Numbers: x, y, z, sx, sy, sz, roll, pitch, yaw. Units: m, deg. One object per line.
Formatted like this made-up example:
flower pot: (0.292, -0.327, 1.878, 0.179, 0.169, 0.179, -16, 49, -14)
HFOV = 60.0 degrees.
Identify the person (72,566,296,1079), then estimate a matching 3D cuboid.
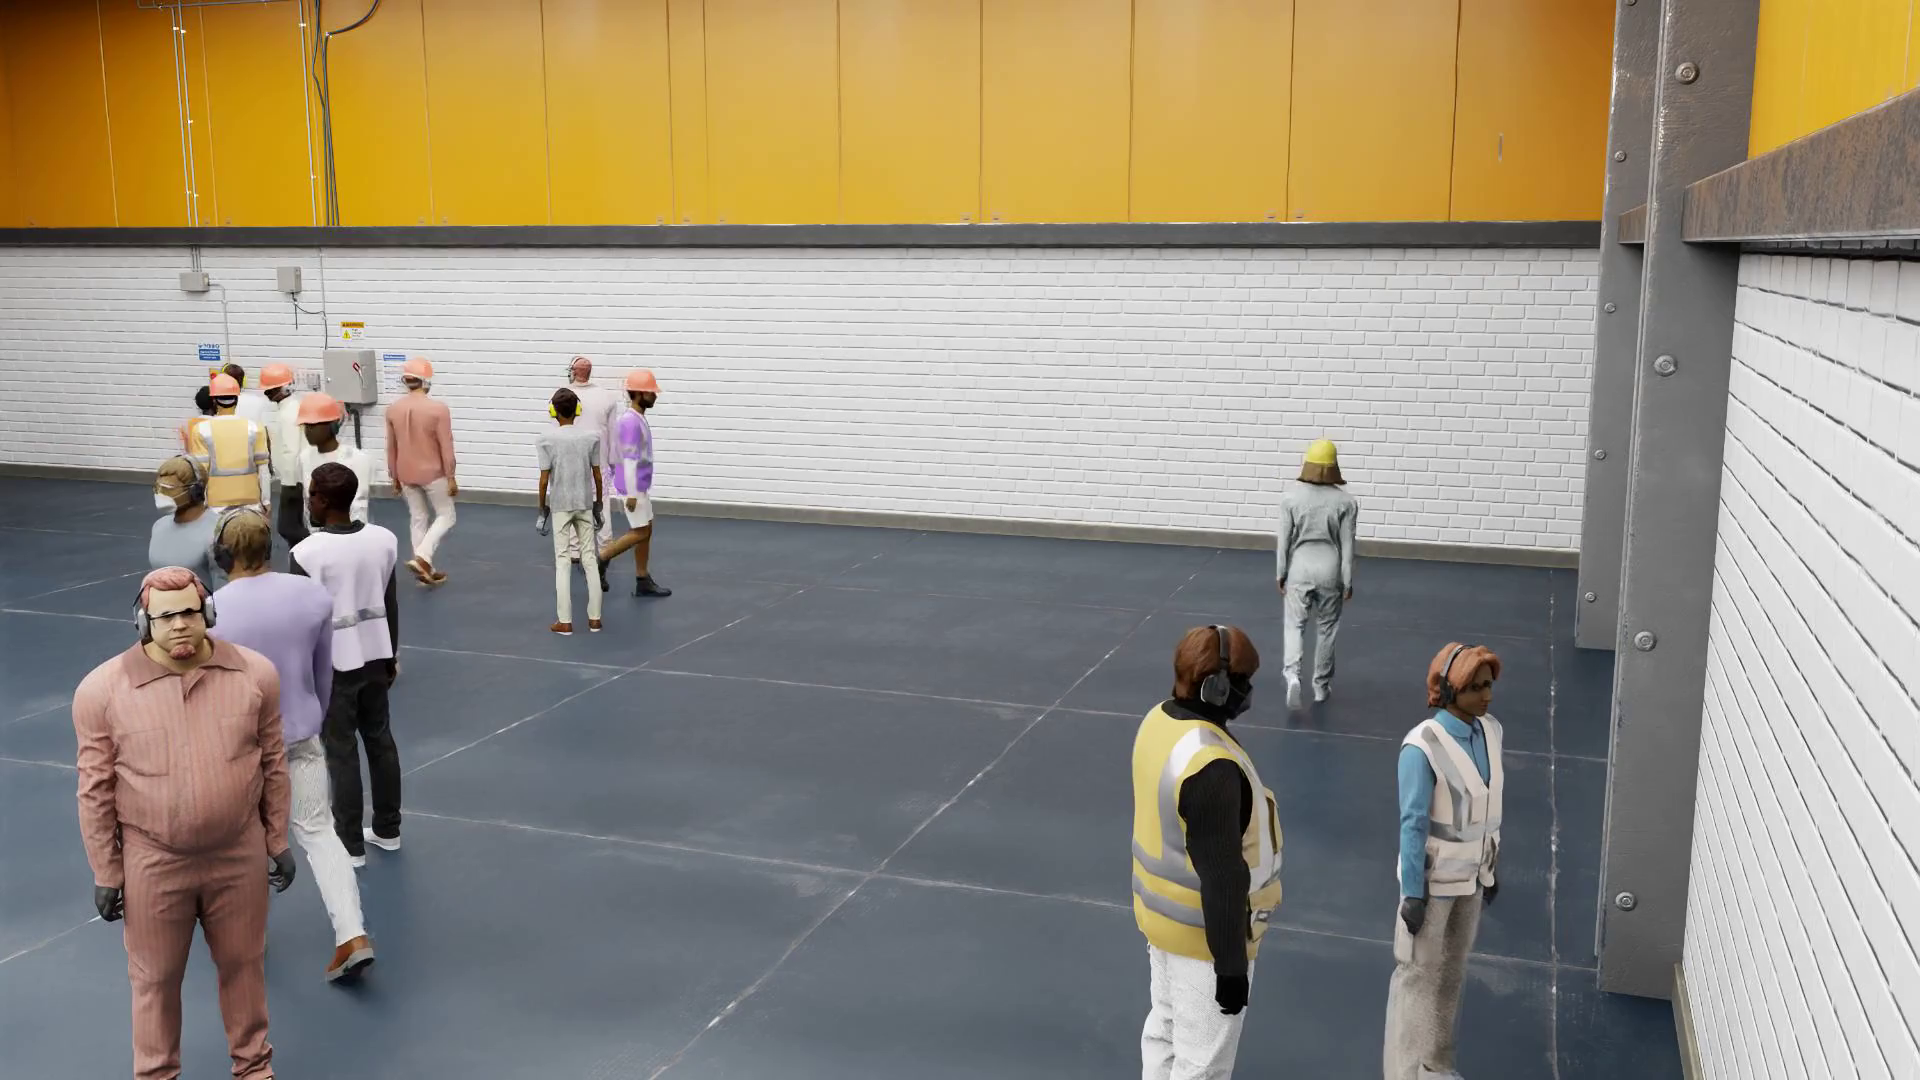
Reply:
person: (-2.496, 1.025, 5.429, 0.641, 1.908, 0.407, -8, 13, -37)

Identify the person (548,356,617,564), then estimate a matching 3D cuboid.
person: (-3.476, -0.738, 15.351, 0.651, 1.907, 0.409, -5, 11, -26)

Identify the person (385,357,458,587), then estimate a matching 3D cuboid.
person: (-4.574, -0.557, 14.112, 0.634, 1.982, 0.539, 3, 10, 16)

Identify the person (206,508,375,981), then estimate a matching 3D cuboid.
person: (-2.718, 0.817, 6.617, 0.979, 1.906, 0.623, 9, 14, 42)

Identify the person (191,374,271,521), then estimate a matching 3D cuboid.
person: (-5.656, -0.324, 12.939, 0.552, 1.934, 0.363, -6, 12, -31)

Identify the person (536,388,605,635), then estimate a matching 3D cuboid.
person: (-2.937, -0.215, 12.529, 0.519, 1.865, 0.328, -5, 11, -27)

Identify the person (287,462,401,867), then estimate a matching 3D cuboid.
person: (-2.885, 0.585, 7.860, 0.388, 1.921, 0.594, 5, 11, 26)

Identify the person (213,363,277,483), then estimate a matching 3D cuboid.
person: (-6.687, -0.704, 15.342, 0.823, 1.836, 0.573, 9, 13, 40)

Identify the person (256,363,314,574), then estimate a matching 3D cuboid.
person: (-5.525, -0.511, 13.919, 0.569, 1.961, 0.638, -4, 11, -20)

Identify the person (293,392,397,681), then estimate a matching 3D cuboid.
person: (-4.045, 0.055, 10.661, 0.626, 1.980, 1.061, 4, 11, 22)

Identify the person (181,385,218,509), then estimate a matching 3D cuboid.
person: (-6.682, -0.555, 14.945, 0.547, 1.670, 0.616, 3, 10, 15)

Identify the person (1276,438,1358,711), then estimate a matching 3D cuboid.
person: (2.236, 0.220, 10.474, 0.495, 1.719, 0.755, 3, 10, 16)

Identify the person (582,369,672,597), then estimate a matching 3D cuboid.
person: (-2.747, -0.454, 13.718, 0.636, 1.918, 0.555, -1, 10, -4)

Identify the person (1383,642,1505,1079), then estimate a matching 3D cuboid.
person: (1.620, 1.139, 5.538, 0.522, 1.638, 0.310, -9, 14, -42)

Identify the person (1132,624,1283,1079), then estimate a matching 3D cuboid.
person: (0.727, 1.150, 4.916, 0.429, 1.841, 0.625, -2, 10, -10)

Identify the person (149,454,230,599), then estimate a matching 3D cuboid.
person: (-3.674, 0.550, 8.010, 0.632, 1.940, 0.372, 6, 12, 31)
